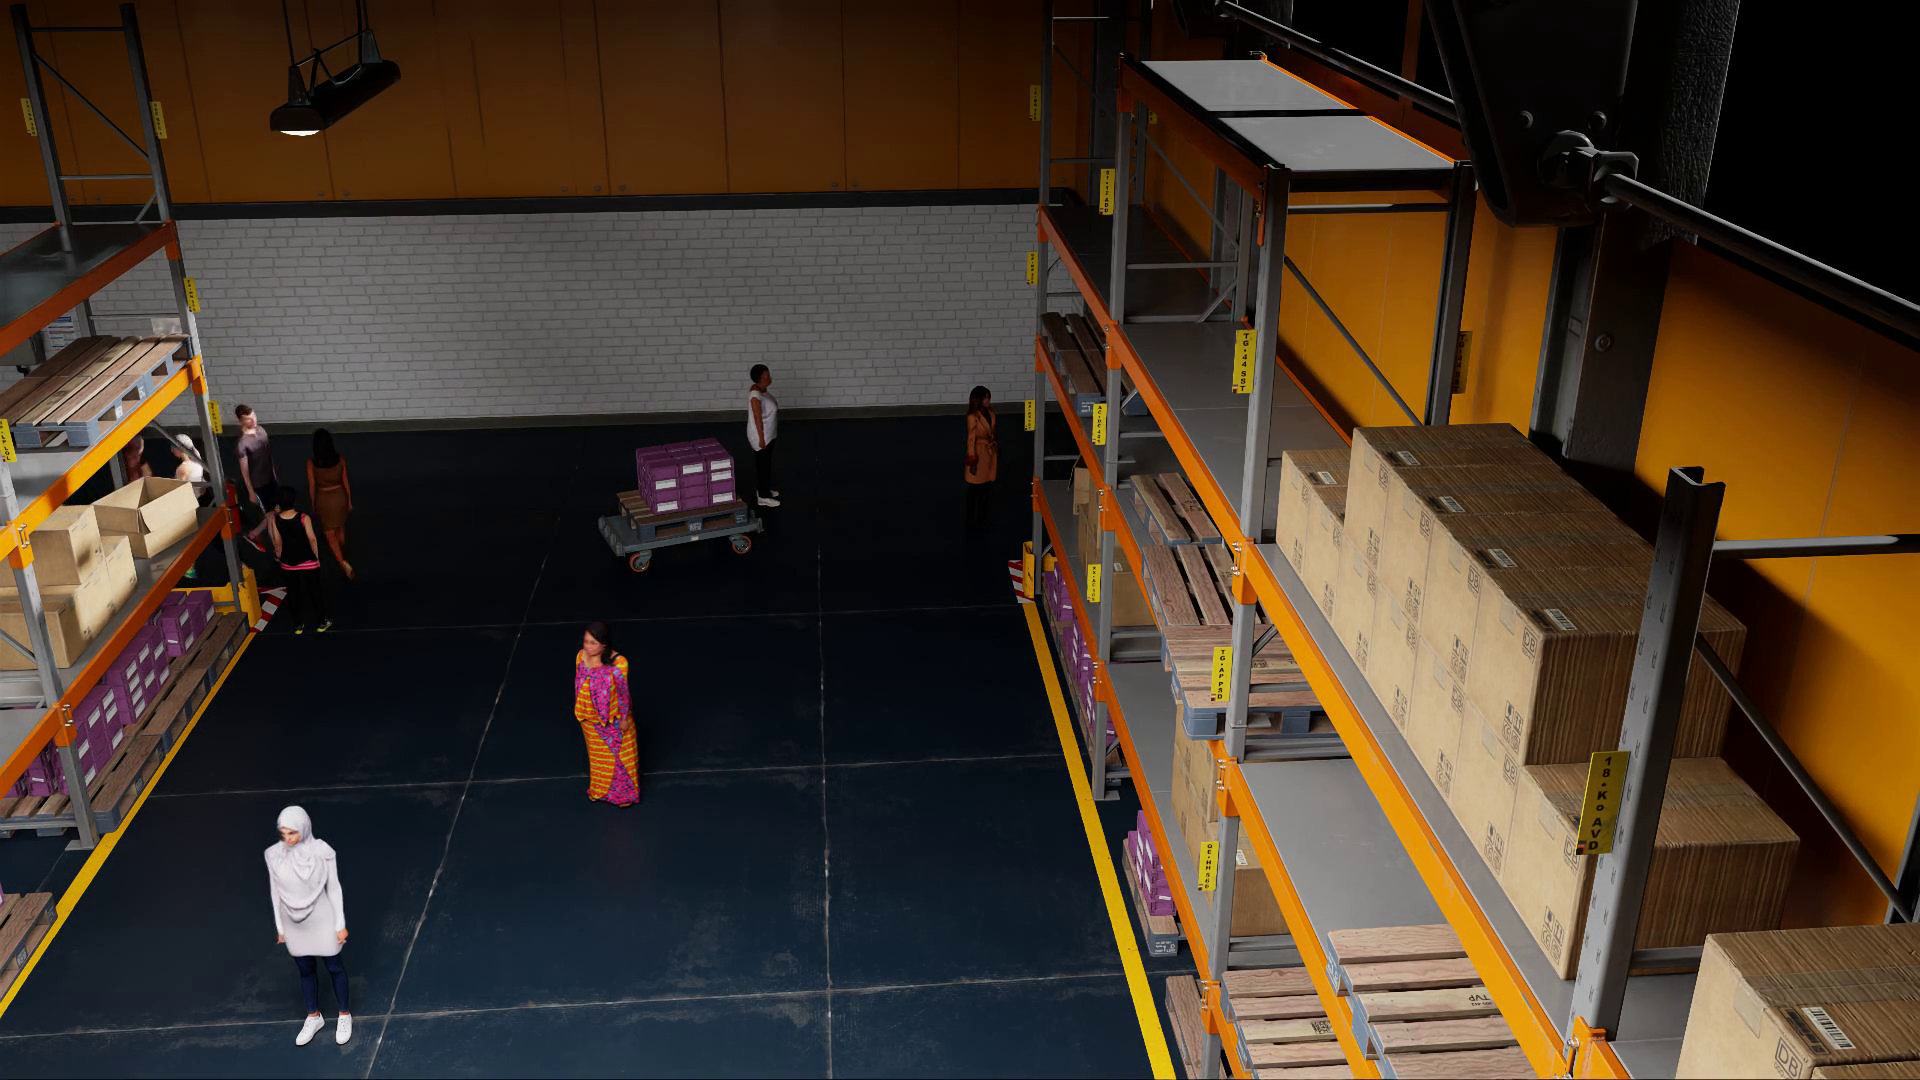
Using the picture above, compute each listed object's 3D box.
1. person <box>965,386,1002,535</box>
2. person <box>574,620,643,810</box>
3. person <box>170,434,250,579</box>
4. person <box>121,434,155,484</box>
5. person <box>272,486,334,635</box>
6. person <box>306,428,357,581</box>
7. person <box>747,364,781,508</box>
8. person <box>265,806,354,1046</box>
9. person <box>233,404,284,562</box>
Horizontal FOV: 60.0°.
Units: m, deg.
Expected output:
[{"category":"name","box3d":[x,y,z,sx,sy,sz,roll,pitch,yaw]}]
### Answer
[{"category":"person","box3d":[0.232,-0.909,18.693,0.827,1.720,0.766,18,30,36]},{"category":"person","box3d":[-2.878,1.388,13.494,0.771,1.676,0.802,9,25,19]},{"category":"person","box3d":[-7.833,-0.279,17.331,0.652,1.656,1.097,-1,24,-2]},{"category":"person","box3d":[-8.752,-0.347,17.665,0.851,1.513,1.163,7,24,15]},{"category":"person","box3d":[-6.525,0.185,16.399,0.540,1.553,0.510,-3,24,-7]},{"category":"person","box3d":[-6.567,-0.336,17.450,0.899,1.666,1.103,-16,28,-32]},{"category":"person","box3d":[-2.303,-1.252,19.519,0.696,1.687,0.520,-2,24,-4]},{"category":"person","box3d":[-4.227,2.488,10.851,0.624,1.777,0.553,0,24,0]},{"category":"person","box3d":[-7.560,-0.599,17.840,0.871,1.835,0.900,3,24,8]}]
